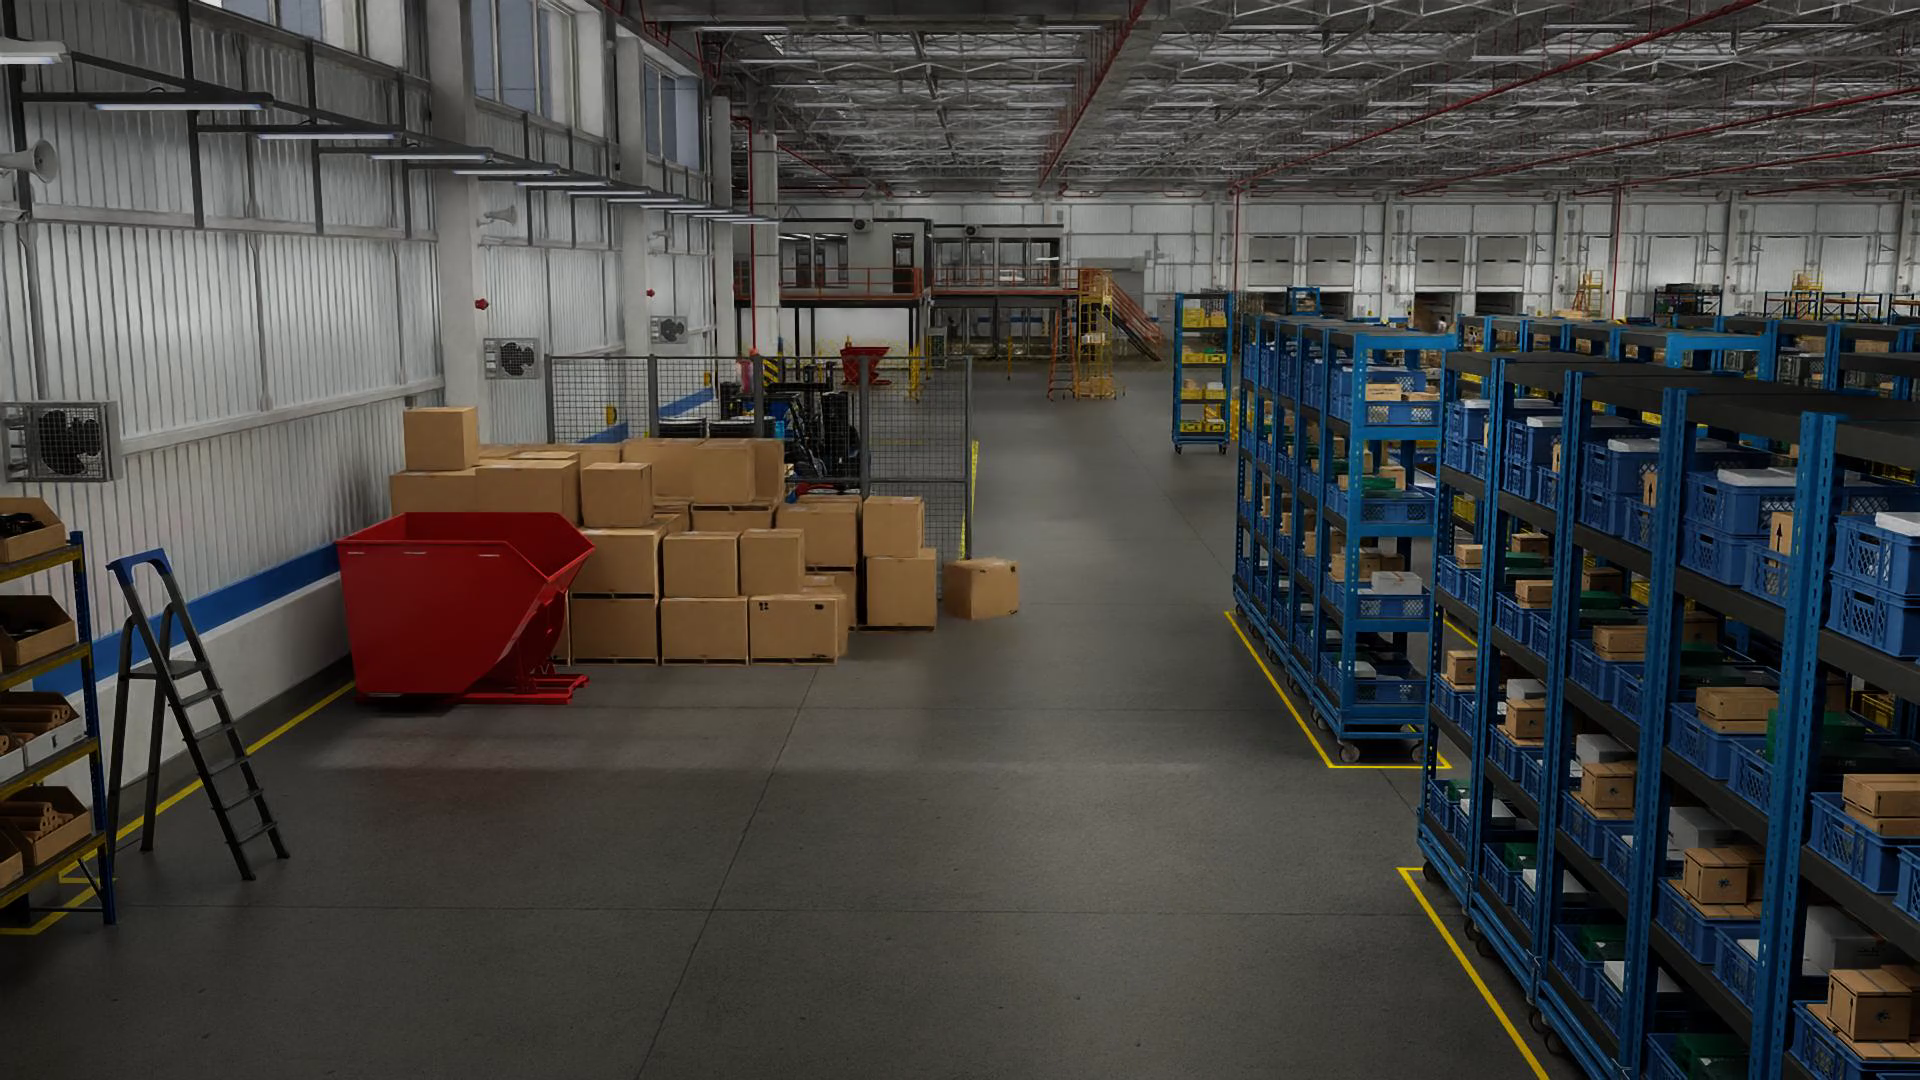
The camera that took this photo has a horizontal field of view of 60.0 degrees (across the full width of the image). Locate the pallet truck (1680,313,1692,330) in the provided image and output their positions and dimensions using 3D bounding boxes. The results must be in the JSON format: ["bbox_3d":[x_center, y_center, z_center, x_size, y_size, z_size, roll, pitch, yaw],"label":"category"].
[{"bbox_3d":[36.315,-10.531,84.244,0.823,1.965,1.885,-6,11,-33],"label":"pallet truck"}]

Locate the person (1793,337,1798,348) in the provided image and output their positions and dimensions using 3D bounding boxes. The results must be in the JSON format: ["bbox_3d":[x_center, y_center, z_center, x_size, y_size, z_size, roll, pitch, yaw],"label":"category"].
[{"bbox_3d":[30.067,-6.433,59.785,0.787,1.742,0.532,7,11,36],"label":"person"}]

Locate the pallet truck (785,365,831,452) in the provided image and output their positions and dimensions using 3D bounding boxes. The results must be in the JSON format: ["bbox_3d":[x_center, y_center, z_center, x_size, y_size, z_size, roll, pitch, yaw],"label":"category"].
[{"bbox_3d":[-3.774,-2.976,37.635,1.885,1.965,0.823,1,9,5],"label":"pallet truck"}]

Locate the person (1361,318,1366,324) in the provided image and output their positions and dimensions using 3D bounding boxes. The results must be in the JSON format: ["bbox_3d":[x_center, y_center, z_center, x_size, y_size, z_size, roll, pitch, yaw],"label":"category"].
[{"bbox_3d":[18.768,-9.451,77.883,0.924,1.908,0.632,0,9,1],"label":"person"}]

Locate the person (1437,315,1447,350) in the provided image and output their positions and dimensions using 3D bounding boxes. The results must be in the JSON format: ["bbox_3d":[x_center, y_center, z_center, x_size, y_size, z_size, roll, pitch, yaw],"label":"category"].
[{"bbox_3d":[24.578,-10.525,84.725,0.660,1.824,0.465,-8,12,-40],"label":"person"}]

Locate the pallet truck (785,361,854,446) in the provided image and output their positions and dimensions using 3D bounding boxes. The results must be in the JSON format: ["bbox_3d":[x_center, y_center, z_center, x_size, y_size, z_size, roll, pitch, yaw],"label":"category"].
[{"bbox_3d":[-3.410,-3.193,38.978,1.885,1.965,0.823,0,9,-1],"label":"pallet truck"}]

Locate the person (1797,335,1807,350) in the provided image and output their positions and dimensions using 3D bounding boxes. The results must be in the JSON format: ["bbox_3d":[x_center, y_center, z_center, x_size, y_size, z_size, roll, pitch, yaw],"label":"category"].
[{"bbox_3d":[30.741,-6.686,60.918,0.329,1.872,0.509,-2,9,-11],"label":"person"}]

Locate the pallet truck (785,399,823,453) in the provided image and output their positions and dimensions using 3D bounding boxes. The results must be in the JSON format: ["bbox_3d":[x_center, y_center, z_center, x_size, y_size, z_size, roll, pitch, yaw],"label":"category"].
[{"bbox_3d":[-3.814,-2.432,36.419,1.630,1.274,0.653,0,9,1],"label":"pallet truck"}]

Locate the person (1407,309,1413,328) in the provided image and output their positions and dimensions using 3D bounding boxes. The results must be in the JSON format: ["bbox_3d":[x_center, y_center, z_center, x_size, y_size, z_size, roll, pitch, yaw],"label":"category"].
[{"bbox_3d":[25.597,-12.176,94.643,0.398,1.918,0.586,6,11,31],"label":"person"}]

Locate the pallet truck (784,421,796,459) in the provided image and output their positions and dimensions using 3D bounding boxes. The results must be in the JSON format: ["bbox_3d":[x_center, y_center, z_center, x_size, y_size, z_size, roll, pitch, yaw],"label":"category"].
[{"bbox_3d":[-4.013,-1.793,32.705,1.601,1.201,0.680,0,9,1],"label":"pallet truck"}]

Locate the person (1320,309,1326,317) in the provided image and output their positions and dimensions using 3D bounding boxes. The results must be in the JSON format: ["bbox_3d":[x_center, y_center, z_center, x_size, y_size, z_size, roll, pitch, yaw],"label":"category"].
[{"bbox_3d":[20.627,-12.191,94.814,1.017,1.896,0.637,5,10,27],"label":"person"}]

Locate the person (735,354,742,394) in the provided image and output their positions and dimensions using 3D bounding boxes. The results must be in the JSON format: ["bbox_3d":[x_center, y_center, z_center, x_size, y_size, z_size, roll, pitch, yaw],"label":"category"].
[{"bbox_3d":[-6.043,-4.131,45.153,0.749,1.879,0.644,2,9,11],"label":"person"}]

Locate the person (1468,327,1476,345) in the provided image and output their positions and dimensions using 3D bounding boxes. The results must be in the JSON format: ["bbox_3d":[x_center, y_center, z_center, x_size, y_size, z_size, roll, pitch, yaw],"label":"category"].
[{"bbox_3d":[20.418,-7.585,66.450,0.326,1.876,0.518,-2,9,-11],"label":"person"}]

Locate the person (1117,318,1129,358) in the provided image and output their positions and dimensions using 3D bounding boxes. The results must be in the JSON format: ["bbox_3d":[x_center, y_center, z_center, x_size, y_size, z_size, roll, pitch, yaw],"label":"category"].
[{"bbox_3d":[7.655,-9.470,78.055,0.583,1.879,0.337,3,10,19],"label":"person"}]

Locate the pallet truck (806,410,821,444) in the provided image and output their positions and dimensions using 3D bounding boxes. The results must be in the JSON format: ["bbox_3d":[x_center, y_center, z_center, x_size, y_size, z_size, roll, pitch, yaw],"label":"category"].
[{"bbox_3d":[-3.559,-2.018,33.905,1.522,1.261,0.704,0,9,-1],"label":"pallet truck"}]

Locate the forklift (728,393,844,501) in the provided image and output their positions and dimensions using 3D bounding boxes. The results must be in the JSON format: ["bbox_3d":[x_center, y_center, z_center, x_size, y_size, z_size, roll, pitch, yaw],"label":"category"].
[{"bbox_3d":[-2.979,-1.316,26.476,2.680,1.987,1.157,0,9,1],"label":"forklift"}]

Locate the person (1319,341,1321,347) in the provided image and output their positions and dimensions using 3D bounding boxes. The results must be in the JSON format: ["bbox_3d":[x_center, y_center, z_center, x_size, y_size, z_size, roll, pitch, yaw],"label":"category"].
[{"bbox_3d":[14.318,-7.391,65.106,0.540,1.930,0.386,0,9,-1],"label":"person"}]

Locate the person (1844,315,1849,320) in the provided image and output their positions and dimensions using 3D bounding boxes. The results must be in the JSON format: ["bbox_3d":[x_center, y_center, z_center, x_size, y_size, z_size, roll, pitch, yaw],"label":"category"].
[{"bbox_3d":[43.921,-10.207,82.549,0.714,1.889,0.614,3,10,18],"label":"person"}]

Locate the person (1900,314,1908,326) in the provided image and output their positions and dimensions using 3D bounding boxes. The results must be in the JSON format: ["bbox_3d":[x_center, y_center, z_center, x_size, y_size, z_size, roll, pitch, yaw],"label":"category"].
[{"bbox_3d":[52.624,-11.749,92.744,0.709,1.674,0.543,-5,10,-28],"label":"person"}]

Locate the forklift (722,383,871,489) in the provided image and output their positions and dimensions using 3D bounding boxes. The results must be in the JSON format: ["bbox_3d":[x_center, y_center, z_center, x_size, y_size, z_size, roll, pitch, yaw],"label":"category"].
[{"bbox_3d":[-2.893,-1.687,28.729,2.680,1.987,1.157,0,9,-1],"label":"forklift"}]

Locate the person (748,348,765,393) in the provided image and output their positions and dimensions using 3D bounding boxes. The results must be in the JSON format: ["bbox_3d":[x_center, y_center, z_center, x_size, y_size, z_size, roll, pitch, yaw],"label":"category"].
[{"bbox_3d":[-5.444,-4.062,44.193,0.391,2.045,0.608,5,11,30],"label":"person"}]
